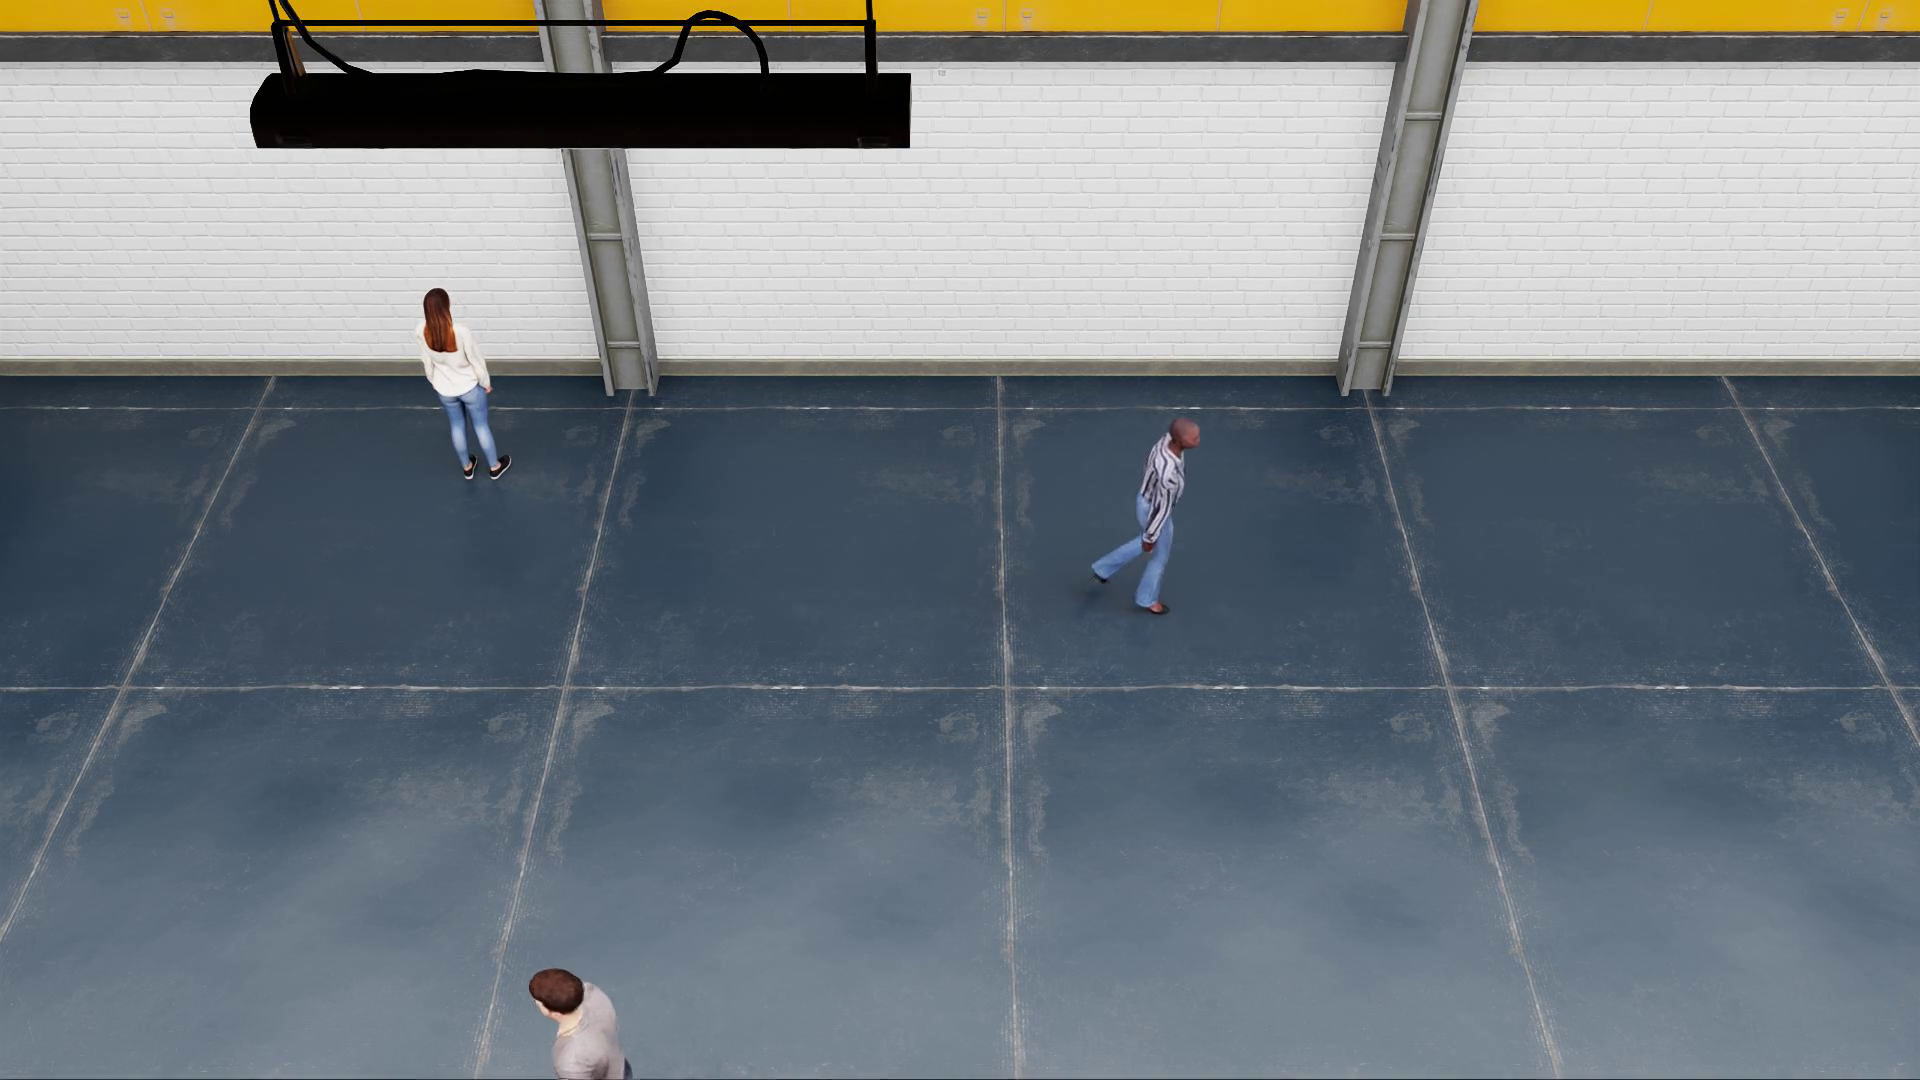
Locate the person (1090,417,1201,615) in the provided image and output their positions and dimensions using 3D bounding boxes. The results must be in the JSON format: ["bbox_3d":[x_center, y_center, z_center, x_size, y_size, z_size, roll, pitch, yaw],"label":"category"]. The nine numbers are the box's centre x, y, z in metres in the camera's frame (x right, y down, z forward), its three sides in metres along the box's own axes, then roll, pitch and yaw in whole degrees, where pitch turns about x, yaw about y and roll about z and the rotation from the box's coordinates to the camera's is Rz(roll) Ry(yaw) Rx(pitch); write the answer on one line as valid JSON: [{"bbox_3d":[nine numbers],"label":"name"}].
[{"bbox_3d":[1.245,-0.162,11.229,0.878,1.762,0.696,2,44,2],"label":"person"}]

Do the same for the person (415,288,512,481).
[{"bbox_3d":[-3.701,-1.144,12.311,0.517,1.691,0.696,5,44,5],"label":"person"}]

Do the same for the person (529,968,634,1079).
[{"bbox_3d":[-1.673,2.695,8.150,1.091,1.873,0.743,-2,44,-2],"label":"person"}]
